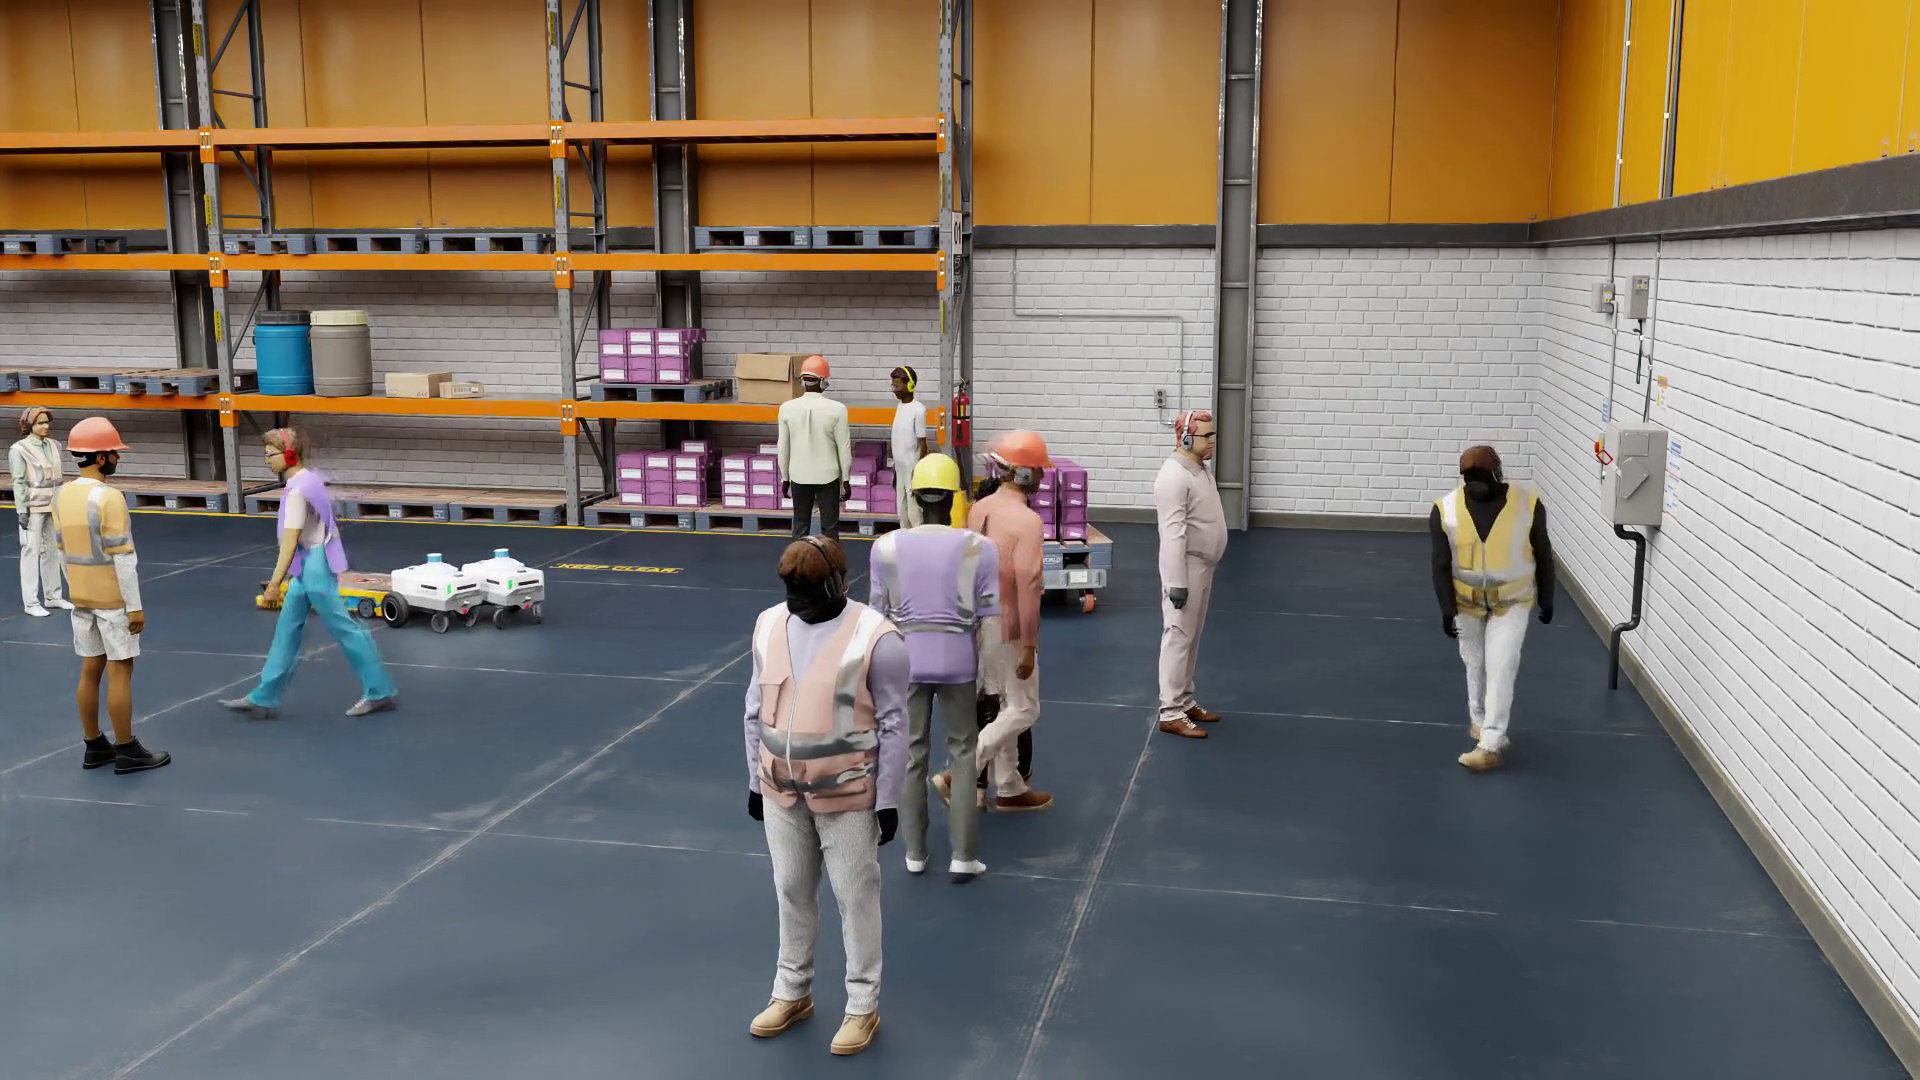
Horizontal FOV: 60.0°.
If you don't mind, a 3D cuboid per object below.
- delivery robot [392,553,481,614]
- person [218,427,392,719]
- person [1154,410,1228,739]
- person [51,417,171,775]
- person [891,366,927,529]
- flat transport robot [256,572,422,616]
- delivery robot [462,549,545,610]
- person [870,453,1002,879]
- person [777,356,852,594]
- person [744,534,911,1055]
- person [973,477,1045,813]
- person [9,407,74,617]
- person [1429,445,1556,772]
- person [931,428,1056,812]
[{"bbox_3d":[-3.958,0.346,12.572,0.707,0.478,0.477,7,12,33],"label":"delivery robot"},{"bbox_3d":[-3.953,0.214,10.010,1.005,1.780,0.593,-4,10,-21],"label":"person"},{"bbox_3d":[1.362,0.190,9.779,0.409,1.907,0.651,4,10,20],"label":"person"},{"bbox_3d":[-4.623,0.303,9.013,0.544,1.939,0.355,5,11,27],"label":"person"},{"bbox_3d":[-0.468,-0.581,14.472,0.329,1.865,0.510,-5,11,-28],"label":"person"},{"bbox_3d":[-4.804,0.417,13.268,1.431,0.197,0.652,3,10,18],"label":"flat transport robot"},{"bbox_3d":[-3.509,0.312,12.775,0.707,0.478,0.477,9,13,42],"label":"delivery robot"},{"bbox_3d":[-0.118,0.578,7.493,0.622,1.926,0.451,1,10,7],"label":"person"},{"bbox_3d":[-1.187,-0.517,13.692,0.622,1.996,0.368,2,10,11],"label":"person"},{"bbox_3d":[-0.494,0.887,5.863,0.636,1.834,0.429,5,11,26],"label":"person"},{"bbox_3d":[0.171,0.526,8.405,0.542,1.695,0.316,-4,10,-23],"label":"person"},{"bbox_3d":[-7.202,-0.228,13.045,0.311,1.638,0.521,2,10,10],"label":"person"},{"bbox_3d":[2.934,0.352,9.228,0.654,1.784,0.810,5,11,27],"label":"person"},{"bbox_3d":[0.169,0.434,8.164,0.652,1.971,0.632,-5,11,-27],"label":"person"}]
